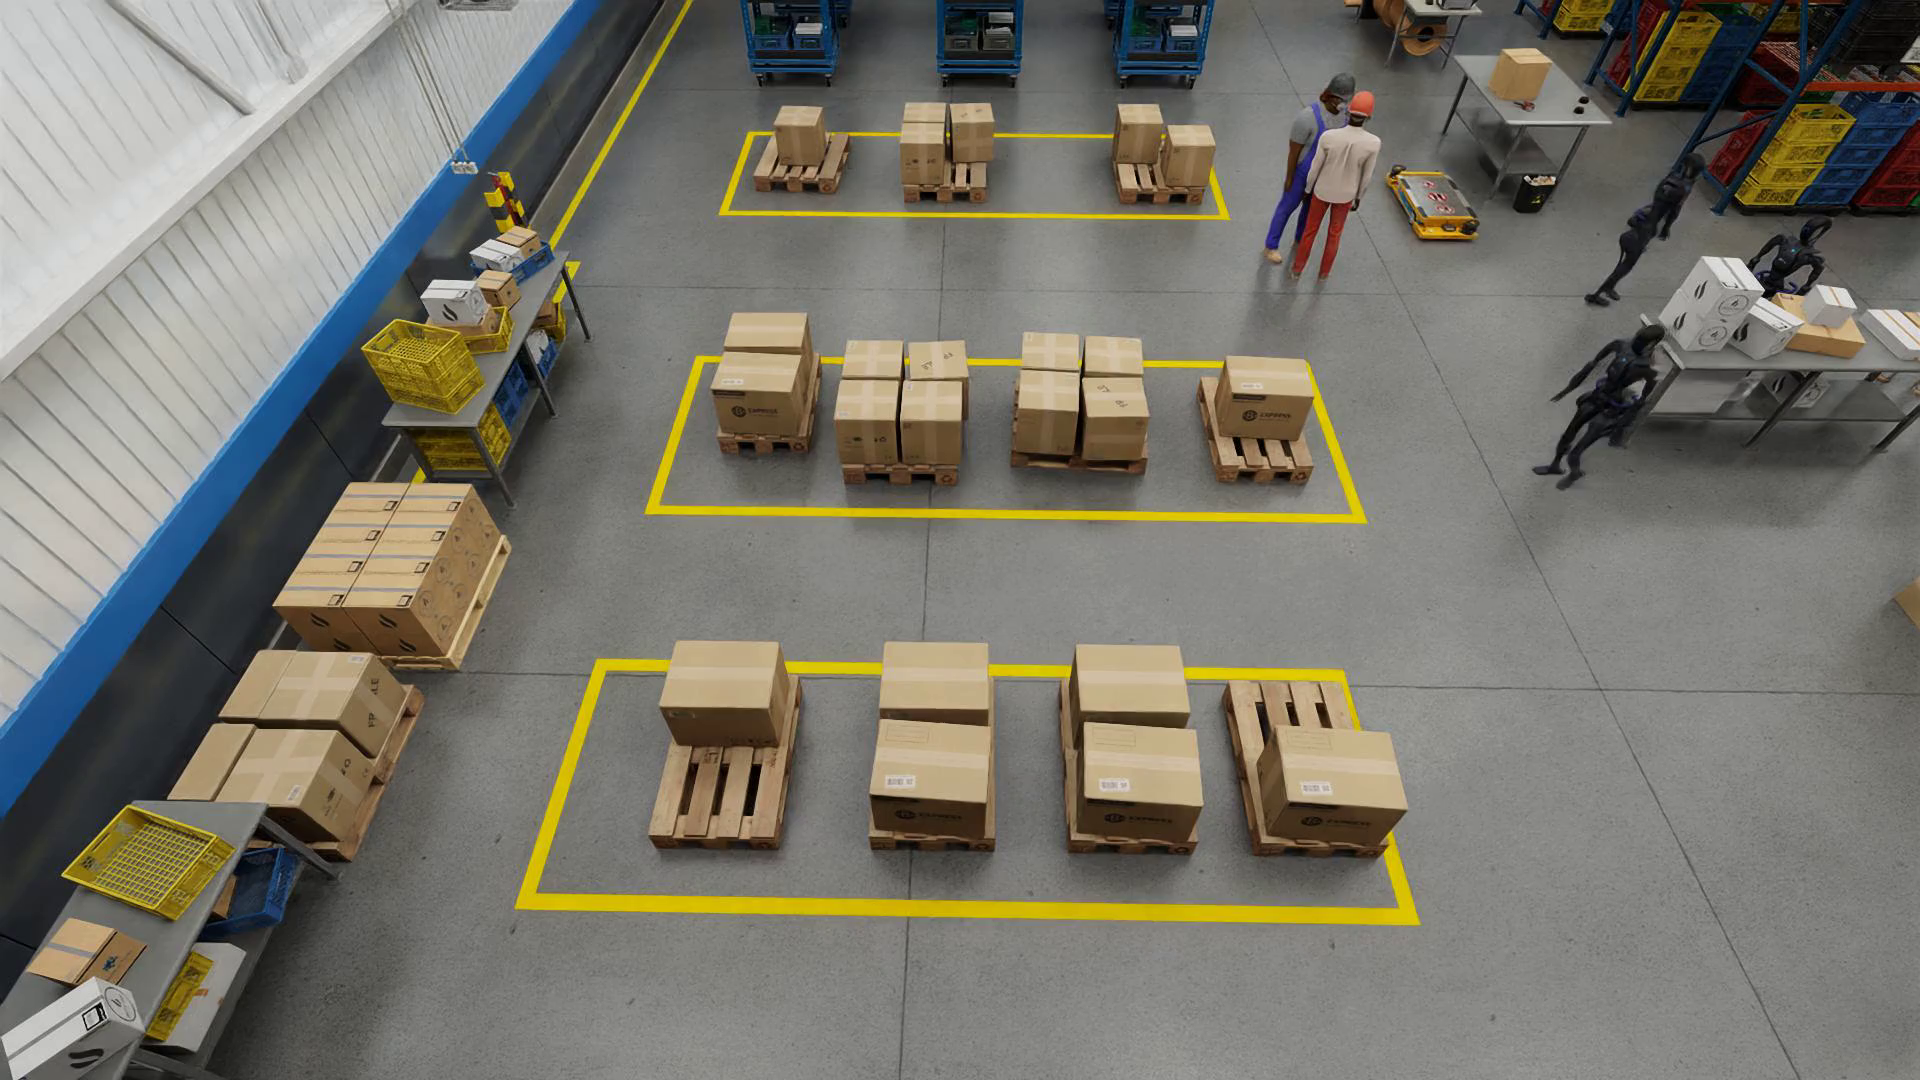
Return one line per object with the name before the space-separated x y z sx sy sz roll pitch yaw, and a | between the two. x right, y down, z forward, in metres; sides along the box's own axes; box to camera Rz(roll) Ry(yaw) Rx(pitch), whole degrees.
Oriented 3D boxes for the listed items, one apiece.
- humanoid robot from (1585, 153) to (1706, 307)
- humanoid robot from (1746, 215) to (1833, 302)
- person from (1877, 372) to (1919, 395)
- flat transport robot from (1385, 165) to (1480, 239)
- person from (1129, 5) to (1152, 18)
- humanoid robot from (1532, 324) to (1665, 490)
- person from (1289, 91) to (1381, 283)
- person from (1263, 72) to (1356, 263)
humanoid robot | 7.017 -3.160 9.333 0.653 1.645 0.339 -24 53 -19
humanoid robot | 7.463 -2.250 8.540 0.332 1.657 0.599 -18 52 -15
person | 9.324 -2.167 8.340 0.573 1.884 0.356 36 58 27
flat transport robot | 5.692 -4.094 11.059 0.652 0.197 1.431 1 49 1
person | 2.691 -8.014 13.479 0.326 1.767 0.530 -14 51 -12
humanoid robot | 5.228 -1.109 7.558 0.413 1.643 0.631 -7 49 -6
person | 3.885 -3.625 9.531 0.610 1.993 0.393 13 50 11
person | 3.789 -3.941 9.773 0.682 2.000 0.536 -14 51 -12
